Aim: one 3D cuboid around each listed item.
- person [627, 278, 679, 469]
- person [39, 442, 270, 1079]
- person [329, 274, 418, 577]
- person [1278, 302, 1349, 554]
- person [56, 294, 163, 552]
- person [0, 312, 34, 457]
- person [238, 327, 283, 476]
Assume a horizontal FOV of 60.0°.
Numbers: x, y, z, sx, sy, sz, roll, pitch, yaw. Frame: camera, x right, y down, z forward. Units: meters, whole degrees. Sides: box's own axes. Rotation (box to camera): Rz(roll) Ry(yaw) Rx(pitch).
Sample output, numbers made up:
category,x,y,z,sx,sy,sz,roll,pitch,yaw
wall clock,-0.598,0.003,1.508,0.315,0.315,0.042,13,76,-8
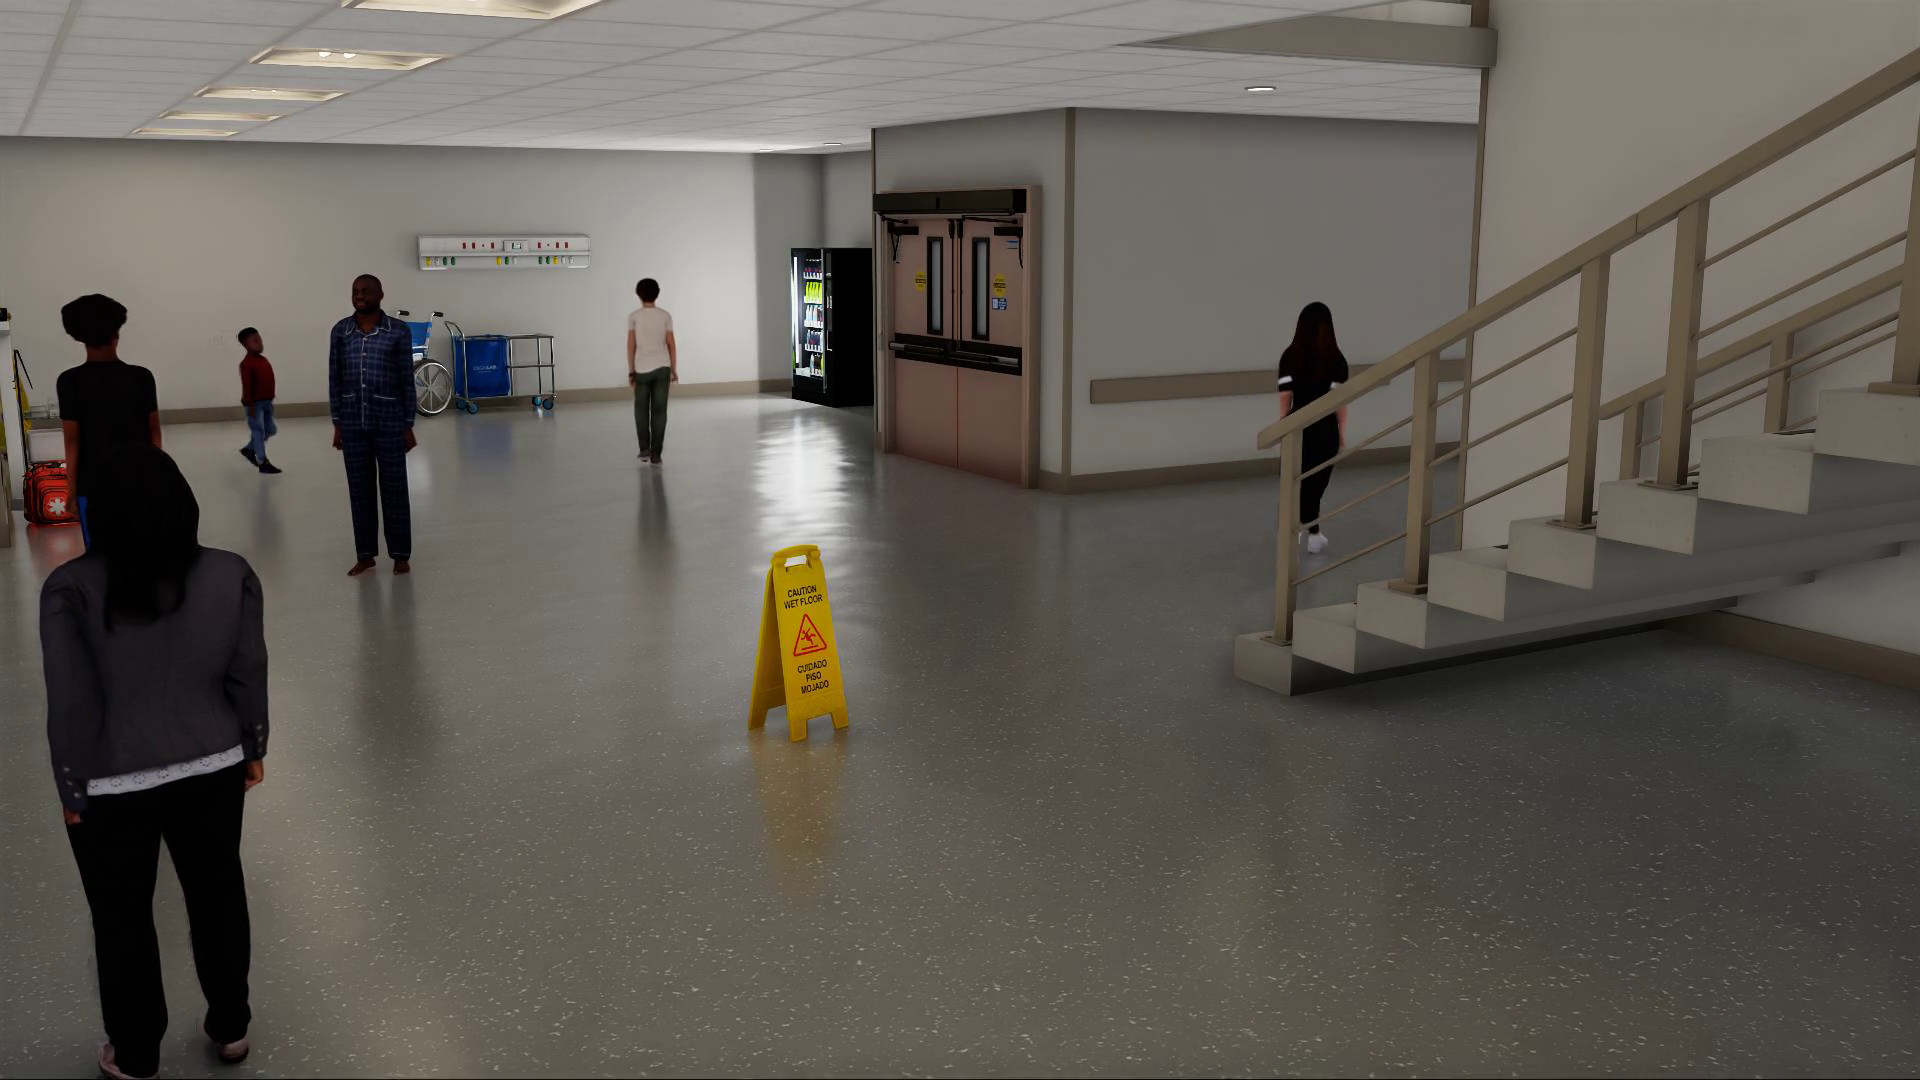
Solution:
category,x,y,z,sx,sy,sz,roll,pitch,yaw
person,-2.686,-1.444,14.528,0.745,1.634,0.899,-2,11,-9
person,-1.978,0.554,4.097,0.733,1.596,0.731,-10,15,-42
person,-3.571,-0.709,10.145,0.768,1.824,0.767,-1,11,-4
person,2.200,-0.668,10.478,1.065,1.618,0.994,6,12,29
person,-4.006,-0.271,7.915,0.629,1.794,0.603,-8,14,-37
person,-8.831,-1.566,15.100,1.043,1.659,1.005,4,11,19
person,-6.028,-1.180,14.170,0.756,1.248,0.709,2,11,8
